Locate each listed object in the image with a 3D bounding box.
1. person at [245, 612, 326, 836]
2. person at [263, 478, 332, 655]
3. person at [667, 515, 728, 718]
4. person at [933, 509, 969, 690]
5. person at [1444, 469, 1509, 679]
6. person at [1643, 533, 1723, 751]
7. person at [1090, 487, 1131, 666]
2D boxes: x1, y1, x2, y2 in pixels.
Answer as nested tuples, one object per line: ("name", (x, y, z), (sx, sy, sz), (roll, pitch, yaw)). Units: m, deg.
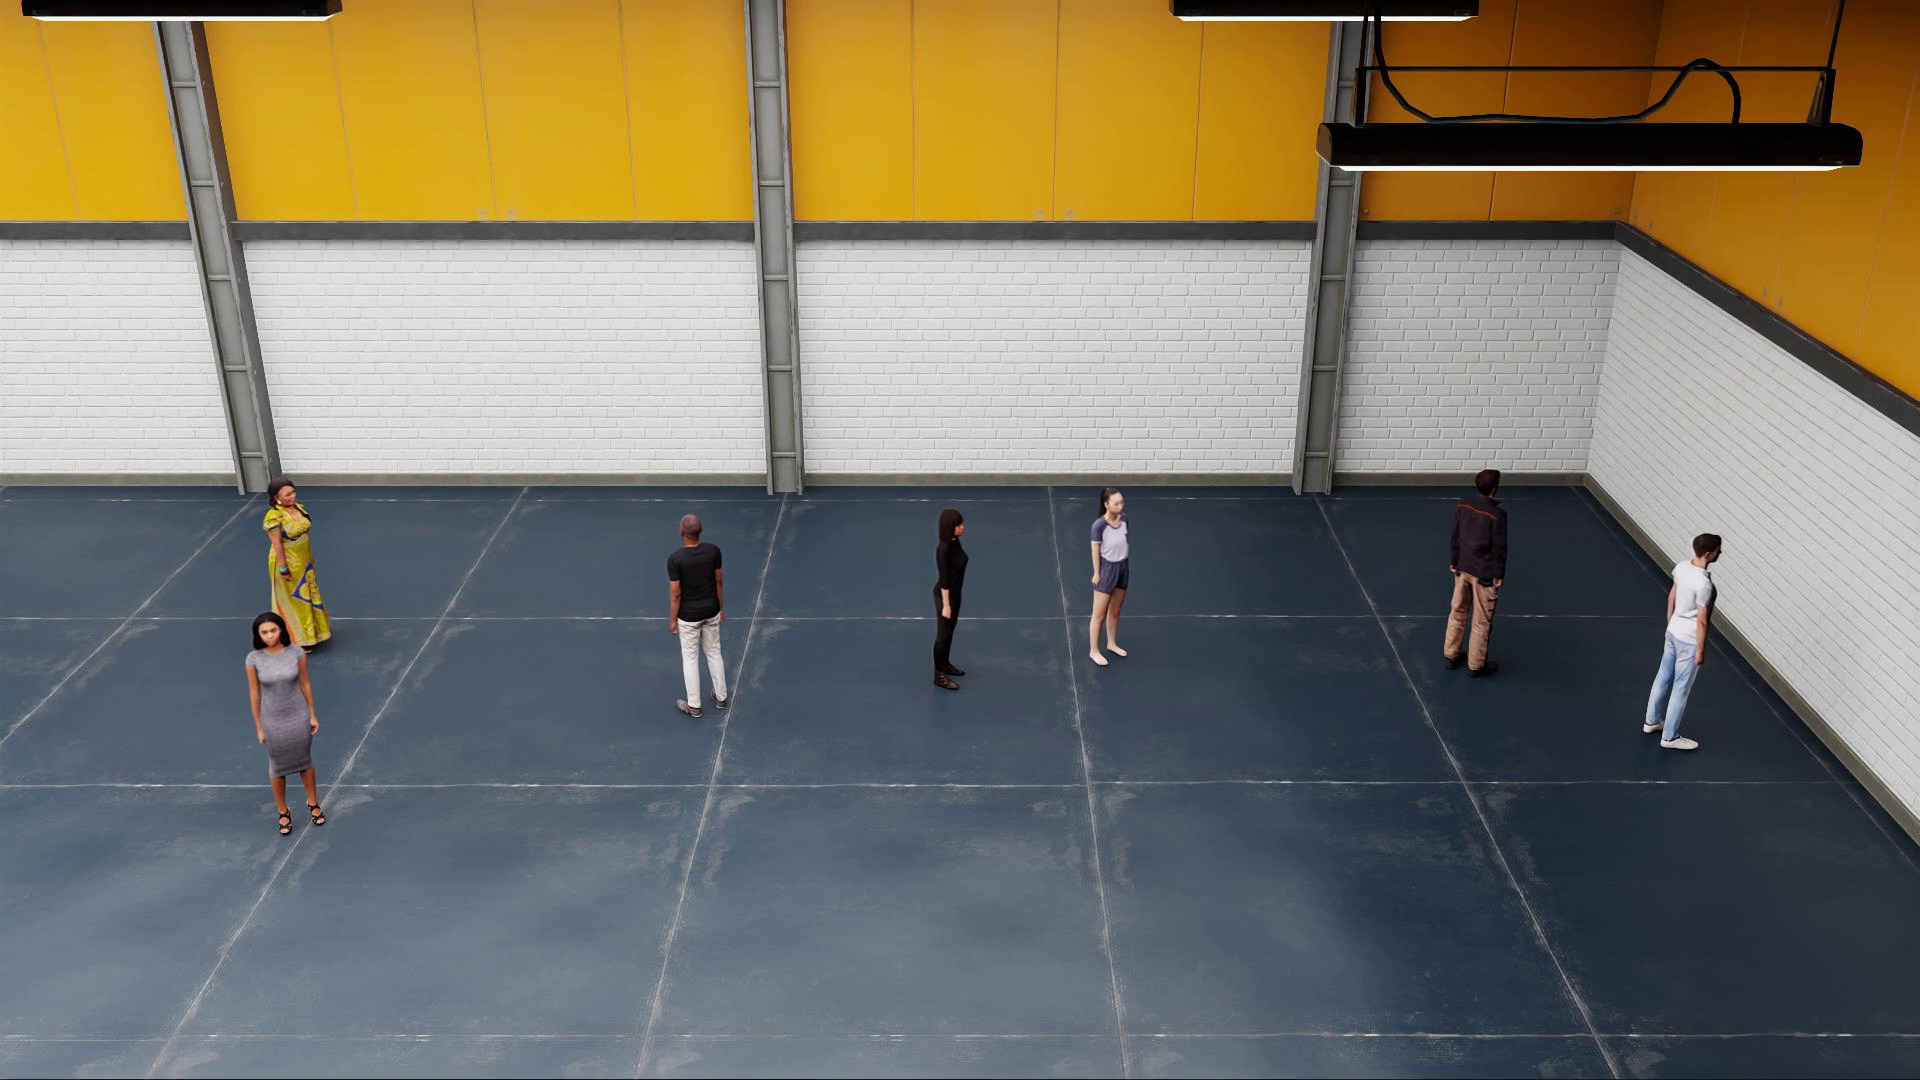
("person", (-5.022, 1.352, 12.375), (0.608, 1.781, 0.722), (-12, 27, -26))
("person", (-6.078, 0.205, 15.149), (0.807, 1.660, 0.882), (3, 24, 7))
("person", (-2.208, 0.628, 14.003), (0.729, 1.805, 0.824), (-16, 28, -32))
("person", (-0.108, 0.486, 14.531), (0.588, 1.641, 0.635), (6, 24, 13))
("person", (4.555, 0.278, 14.653), (0.830, 1.924, 0.791), (-19, 30, -36))
("person", (5.909, 0.797, 13.559), (0.564, 1.850, 0.675), (-2, 24, -5))
("person", (1.337, 0.305, 14.934), (0.658, 1.651, 0.727), (-20, 31, -38))
